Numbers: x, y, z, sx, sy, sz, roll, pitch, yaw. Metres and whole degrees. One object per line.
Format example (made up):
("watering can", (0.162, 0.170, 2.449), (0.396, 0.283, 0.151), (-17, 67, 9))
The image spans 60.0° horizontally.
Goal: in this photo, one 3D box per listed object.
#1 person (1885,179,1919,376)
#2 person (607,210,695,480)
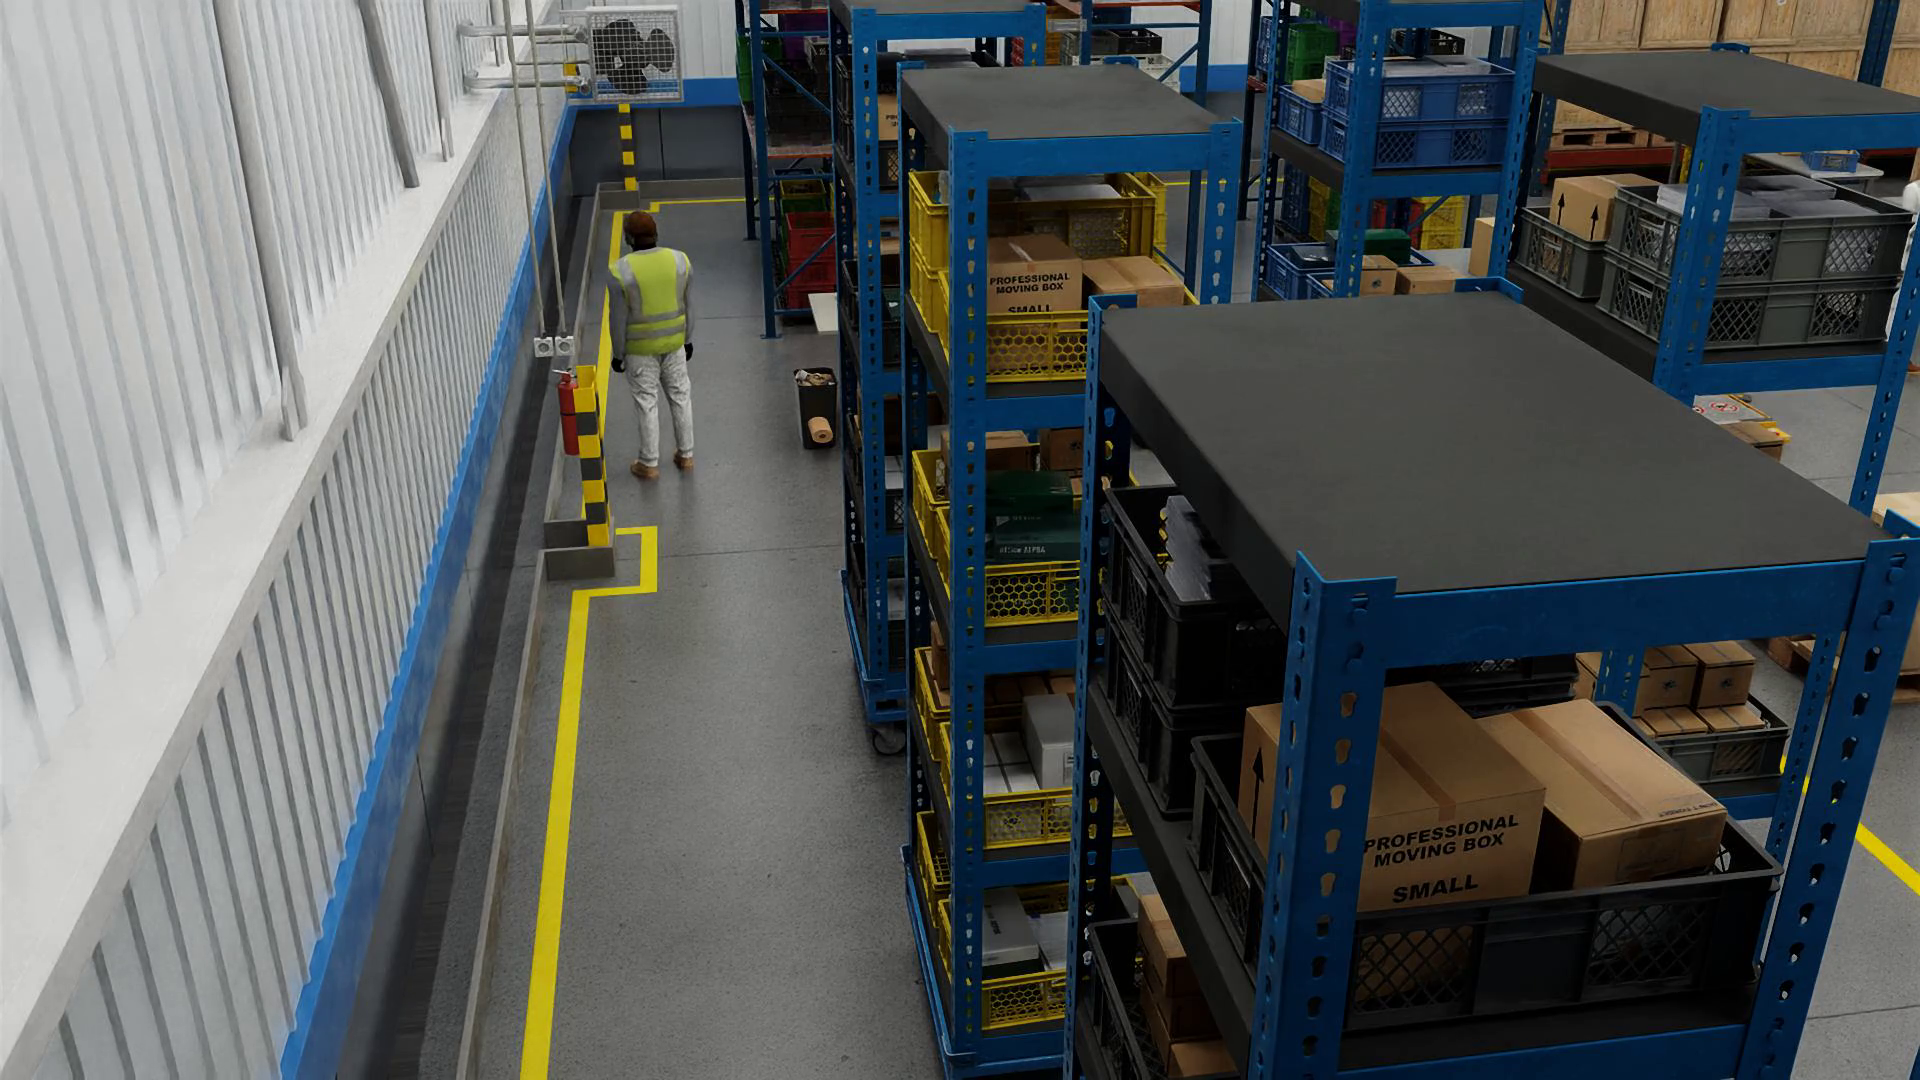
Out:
("person", (7.579, -2.202, 13.139), (0.574, 1.883, 0.356), (-12, 27, -24))
("person", (-2.085, -1.318, 11.271), (0.620, 1.838, 0.429), (-16, 29, -31))
